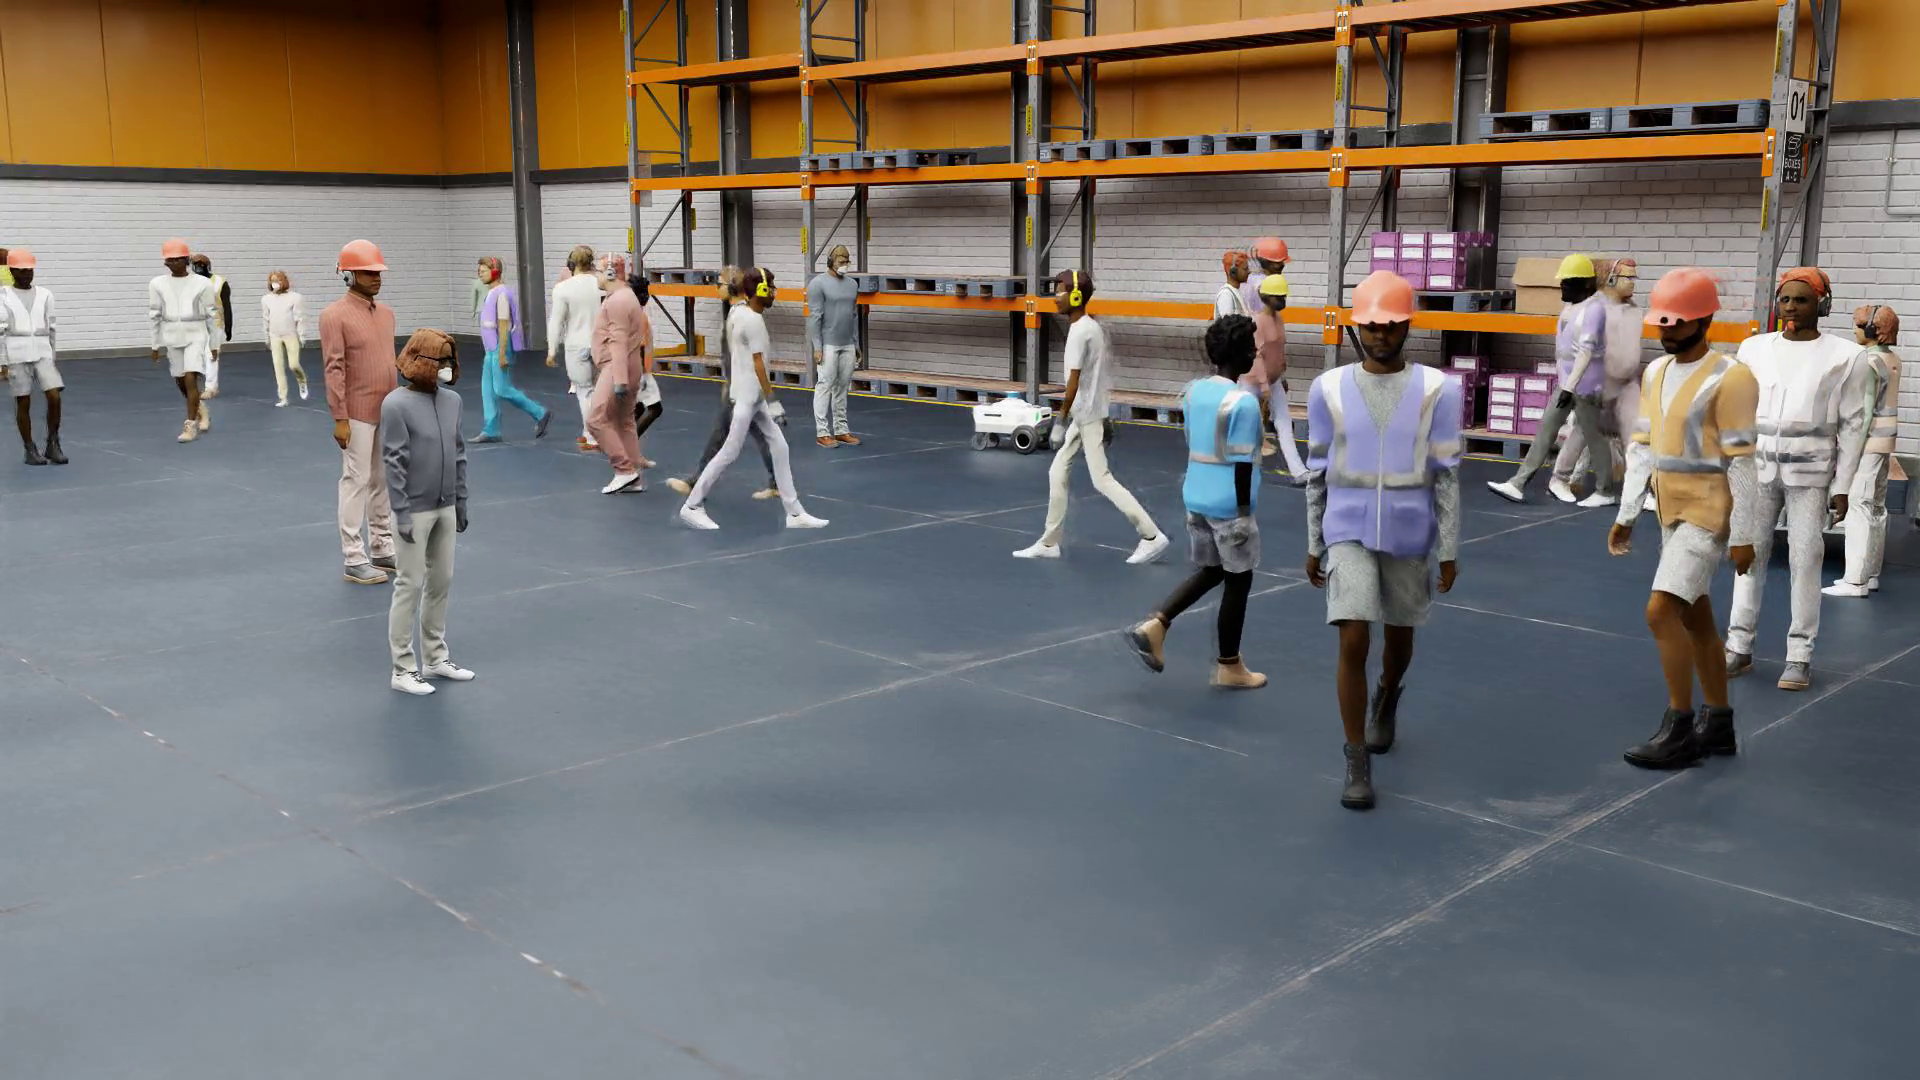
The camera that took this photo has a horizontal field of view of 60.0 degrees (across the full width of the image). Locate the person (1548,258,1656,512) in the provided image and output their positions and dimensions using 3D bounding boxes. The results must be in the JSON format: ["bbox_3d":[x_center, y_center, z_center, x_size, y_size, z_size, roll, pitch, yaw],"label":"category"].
[{"bbox_3d":[4.830,-1.159,12.380,0.638,1.855,0.983,-3,11,-18],"label":"person"}]

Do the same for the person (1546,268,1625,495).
[{"bbox_3d":[4.969,-1.251,13.000,0.664,1.821,0.670,0,10,-1],"label":"person"}]

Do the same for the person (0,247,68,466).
[{"bbox_3d":[-8.127,-1.588,14.546,0.589,1.917,0.553,10,14,42],"label":"person"}]

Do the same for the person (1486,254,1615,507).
[{"bbox_3d":[4.463,-1.157,12.295,0.997,1.875,0.596,-1,10,-7],"label":"person"}]

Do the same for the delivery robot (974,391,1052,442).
[{"bbox_3d":[0.491,-1.152,15.627,0.707,0.478,0.477,6,12,27],"label":"delivery robot"}]

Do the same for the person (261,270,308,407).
[{"bbox_3d":[-8.019,-2.403,19.782,0.519,1.618,0.503,0,10,1],"label":"person"}]

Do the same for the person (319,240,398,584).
[{"bbox_3d":[-3.469,-0.752,9.766,0.385,1.993,0.622,3,11,16],"label":"person"}]

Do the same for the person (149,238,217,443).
[{"bbox_3d":[-7.712,-2.003,16.595,0.613,2.010,0.958,-1,10,-7],"label":"person"}]

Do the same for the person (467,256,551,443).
[{"bbox_3d":[-4.440,-1.847,16.211,0.721,1.824,0.572,-5,12,-27],"label":"person"}]

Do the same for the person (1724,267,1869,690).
[{"bbox_3d":[3.706,-0.273,7.464,0.572,1.883,0.356,10,14,43],"label":"person"}]

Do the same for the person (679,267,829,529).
[{"bbox_3d":[-1.467,-0.963,11.443,1.015,1.815,0.544,1,10,3],"label":"person"}]

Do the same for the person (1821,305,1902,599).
[{"bbox_3d":[5.075,-0.492,9.320,0.306,1.639,0.523,10,14,42],"label":"person"}]

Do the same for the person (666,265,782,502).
[{"bbox_3d":[-1.739,-1.167,12.573,0.966,1.791,0.538,0,10,0],"label":"person"}]

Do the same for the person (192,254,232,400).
[{"bbox_3d":[-9.450,-2.678,20.832,0.627,1.807,0.962,-1,10,-6],"label":"person"}]

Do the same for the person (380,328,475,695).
[{"bbox_3d":[-2.362,-0.128,7.398,0.308,1.624,0.492,4,11,23],"label":"person"}]

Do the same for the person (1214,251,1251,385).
[{"bbox_3d":[2.370,-1.559,14.475,0.355,1.883,0.576,2,11,13],"label":"person"}]

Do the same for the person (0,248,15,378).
[{"bbox_3d":[-13.565,-3.221,23.655,0.429,1.844,0.626,5,12,28],"label":"person"}]

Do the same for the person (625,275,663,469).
[{"bbox_3d":[-2.772,-1.434,14.319,0.364,1.680,0.549,-5,12,-26],"label":"person"}]

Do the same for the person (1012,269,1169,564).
[{"bbox_3d":[0.834,-0.752,10.250,0.954,1.829,0.534,1,10,7],"label":"person"}]

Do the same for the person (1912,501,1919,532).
[{"bbox_3d":[6.697,-0.830,10.827,0.603,1.769,0.980,-2,11,-12],"label":"person"}]

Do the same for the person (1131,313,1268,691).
[{"bbox_3d":[1.093,-0.150,7.312,0.525,1.684,0.534,-4,11,-23],"label":"person"}]

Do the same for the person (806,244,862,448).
[{"bbox_3d":[-1.184,-1.855,15.952,0.372,1.934,0.627,9,13,39],"label":"person"}]

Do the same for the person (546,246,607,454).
[{"bbox_3d":[-3.578,-1.765,15.528,0.743,1.916,0.632,8,13,38],"label":"person"}]

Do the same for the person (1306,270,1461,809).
[{"bbox_3d":[1.548,-0.040,6.141,0.552,1.906,0.905,3,11,14],"label":"person"}]

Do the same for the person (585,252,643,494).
[{"bbox_3d":[-2.695,-1.281,12.943,0.449,1.887,0.670,-1,10,-4],"label":"person"}]

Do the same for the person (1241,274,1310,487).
[{"bbox_3d":[2.475,-1.270,13.376,0.976,1.707,0.521,10,14,43],"label":"person"}]

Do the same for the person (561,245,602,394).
[{"bbox_3d":[-4.793,-2.822,21.317,0.638,1.902,0.407,-2,11,-10],"label":"person"}]

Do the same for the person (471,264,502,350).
[{"bbox_3d":[-7.559,-3.650,26.651,0.497,1.611,0.702,-5,12,-26],"label":"person"}]

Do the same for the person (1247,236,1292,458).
[{"bbox_3d":[2.778,-1.719,15.002,0.510,2.005,0.616,2,11,10],"label":"person"}]

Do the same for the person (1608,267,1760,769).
[{"bbox_3d":[2.744,-0.086,6.396,0.675,1.894,0.543,-1,10,-6],"label":"person"}]
